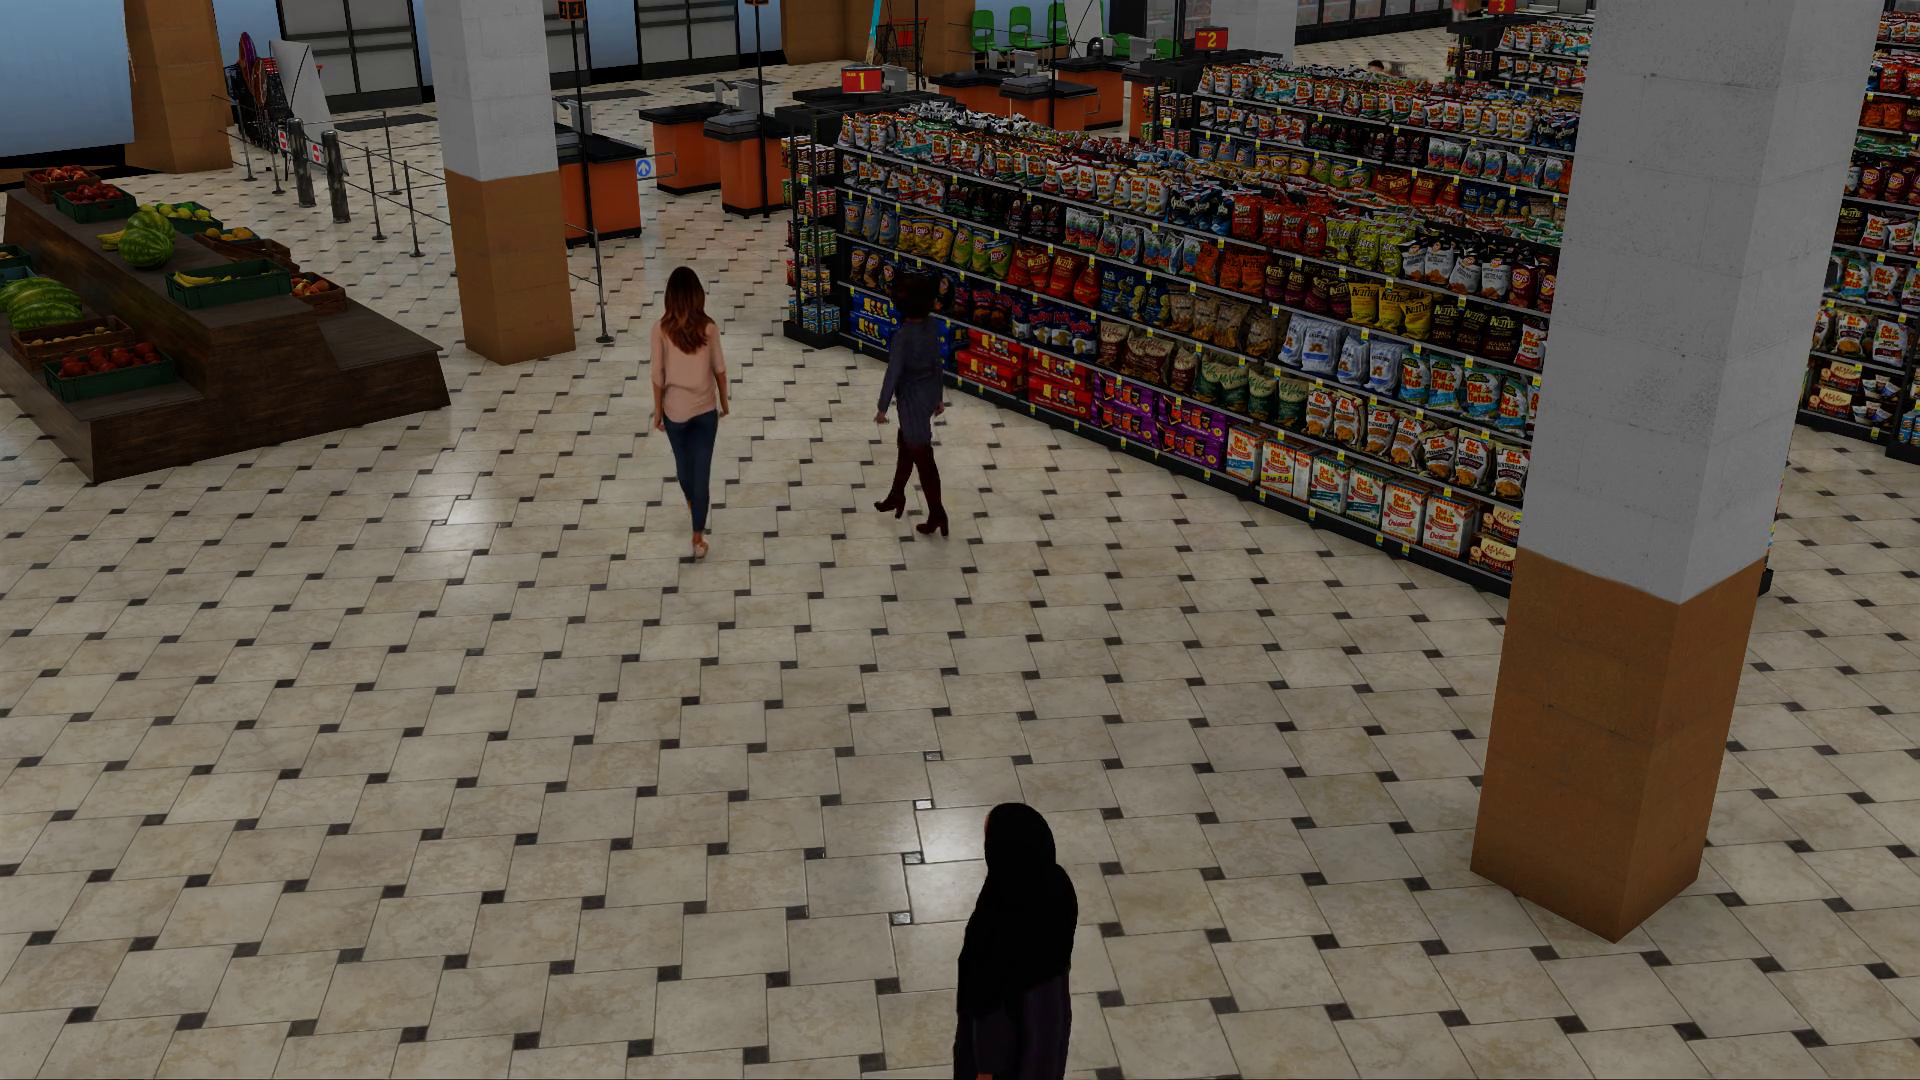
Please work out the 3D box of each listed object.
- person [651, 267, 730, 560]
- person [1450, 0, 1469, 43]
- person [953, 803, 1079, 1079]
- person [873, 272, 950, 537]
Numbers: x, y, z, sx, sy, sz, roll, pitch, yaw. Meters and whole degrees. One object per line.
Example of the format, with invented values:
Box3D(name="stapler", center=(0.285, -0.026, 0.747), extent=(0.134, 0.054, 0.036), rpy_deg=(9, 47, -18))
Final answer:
Box3D(name="person", center=(-1.650, -0.735, 10.172), extent=(1.013, 1.743, 1.185), rpy_deg=(-3, 24, -6))
Box3D(name="person", center=(10.129, -10.759, 33.638), extent=(0.803, 1.298, 0.721), rpy_deg=(13, 27, 27))
Box3D(name="person", center=(0.224, 1.533, 5.171), extent=(0.603, 1.599, 0.890), rpy_deg=(-21, 31, -40))
Box3D(name="person", center=(-0.198, -0.808, 10.408), extent=(0.942, 1.688, 0.768), rpy_deg=(15, 28, 30))
